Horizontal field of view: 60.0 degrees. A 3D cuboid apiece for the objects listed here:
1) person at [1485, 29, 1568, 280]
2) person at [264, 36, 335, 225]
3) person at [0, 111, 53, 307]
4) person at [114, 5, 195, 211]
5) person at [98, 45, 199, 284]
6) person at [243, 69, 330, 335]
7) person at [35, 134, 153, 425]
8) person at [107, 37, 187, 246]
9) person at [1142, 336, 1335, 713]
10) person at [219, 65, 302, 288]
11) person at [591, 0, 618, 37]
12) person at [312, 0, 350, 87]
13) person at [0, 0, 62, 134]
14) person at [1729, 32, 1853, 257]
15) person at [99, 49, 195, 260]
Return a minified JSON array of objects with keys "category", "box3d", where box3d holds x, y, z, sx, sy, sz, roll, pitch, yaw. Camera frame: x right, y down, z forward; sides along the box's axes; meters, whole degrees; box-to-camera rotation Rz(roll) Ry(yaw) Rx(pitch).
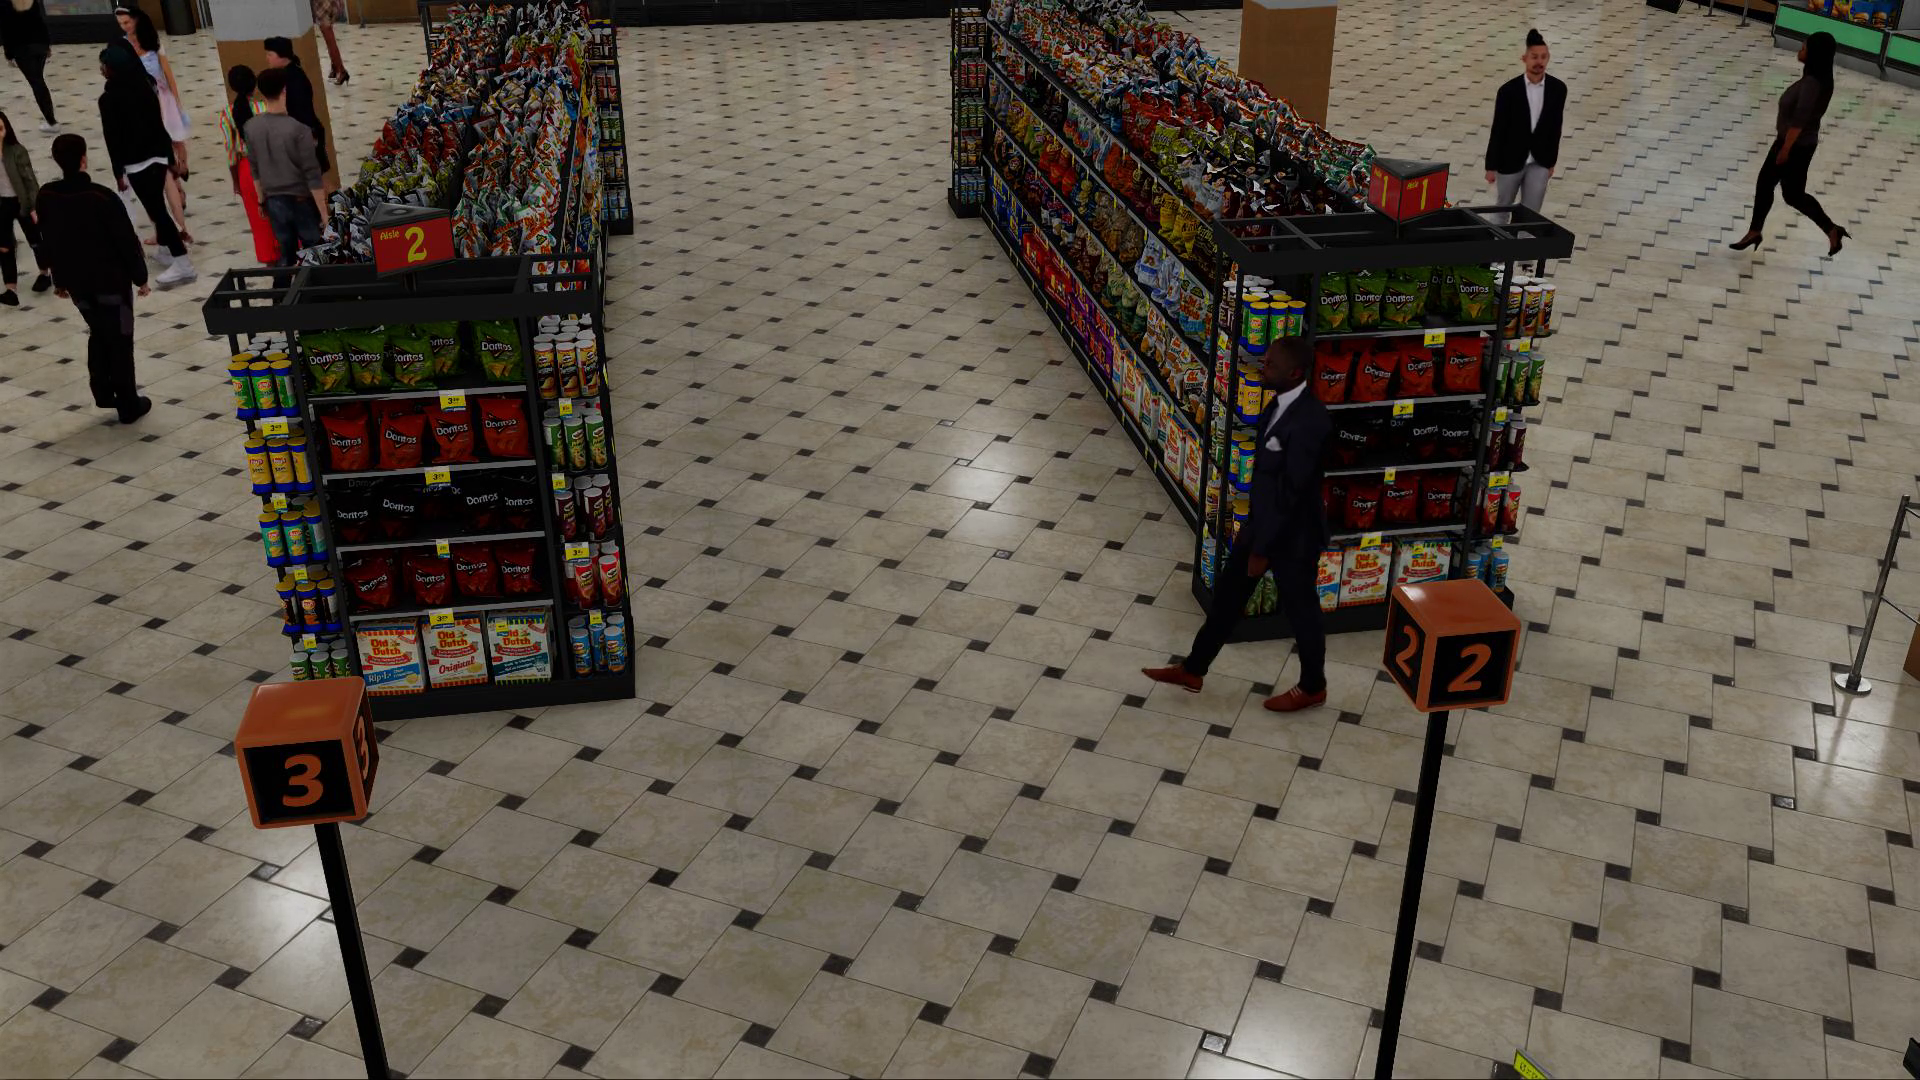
[{"category":"person","box3d":[4.396,-3.012,13.077,0.948,1.905,1.248,2,27,4]},{"category":"person","box3d":[-5.551,-3.447,14.222,0.982,1.645,1.005,-17,32,-30]},{"category":"person","box3d":[-7.167,-2.544,12.672,0.626,1.437,0.968,-2,27,-4]},{"category":"person","box3d":[-7.197,-3.861,14.884,0.736,1.786,0.971,-10,29,-20]},{"category":"person","box3d":[-6.363,-2.934,13.065,1.063,1.778,1.041,7,28,14]},{"category":"person","box3d":[-4.773,-2.328,11.749,0.854,1.887,0.975,5,27,10]},{"category":"person","box3d":[-5.400,-1.572,10.319,0.807,1.832,0.749,2,27,4]},{"category":"person","box3d":[-6.837,-3.345,13.953,0.737,1.707,0.646,12,29,22]},{"category":"person","box3d":[1.503,-0.028,7.317,0.791,1.794,1.003,-3,27,-6]},{"category":"person","box3d":[-5.204,-2.602,12.412,0.669,1.775,0.791,-9,28,-18]},{"category":"person","box3d":[-4.917,-7.776,22.582,0.719,1.804,0.697,-18,32,-32]},{"category":"person","box3d":[-7.426,-6.258,19.616,0.796,1.781,0.734,11,29,21]},{"category":"person","box3d":[-9.709,-5.116,17.476,0.783,1.680,0.683,11,29,21]},{"category":"person","box3d":[6.823,-3.113,13.380,1.118,1.812,1.140,13,30,24]},{"category":"person","box3d":[-6.628,-3.115,13.510,0.934,1.696,0.940,23,35,38]}]
